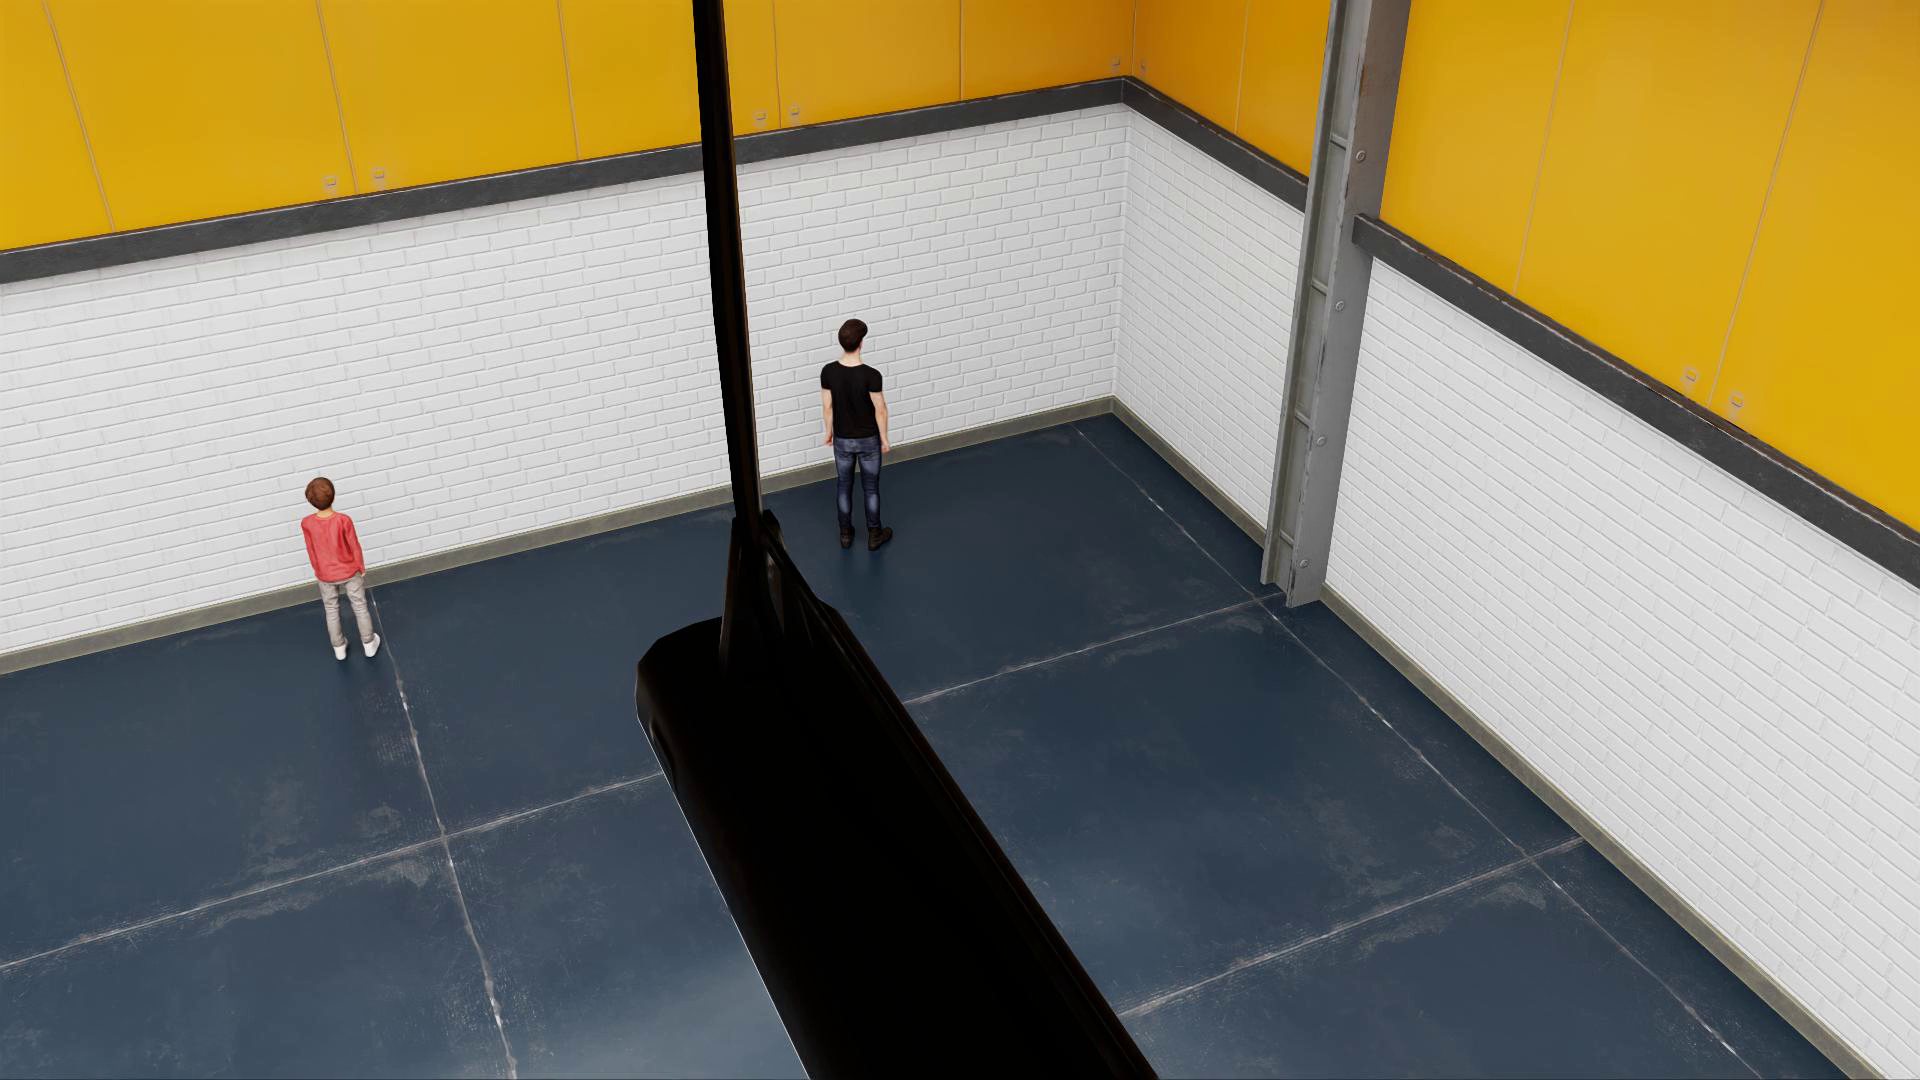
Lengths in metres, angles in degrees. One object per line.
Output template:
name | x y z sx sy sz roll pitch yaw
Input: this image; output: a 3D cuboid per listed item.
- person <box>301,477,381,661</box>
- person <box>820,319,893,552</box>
person | -4.323 0.204 11.548 0.559 1.415 0.546 -5 34 -7
person | -0.788 -0.779 12.591 0.759 1.896 0.789 8 34 11
